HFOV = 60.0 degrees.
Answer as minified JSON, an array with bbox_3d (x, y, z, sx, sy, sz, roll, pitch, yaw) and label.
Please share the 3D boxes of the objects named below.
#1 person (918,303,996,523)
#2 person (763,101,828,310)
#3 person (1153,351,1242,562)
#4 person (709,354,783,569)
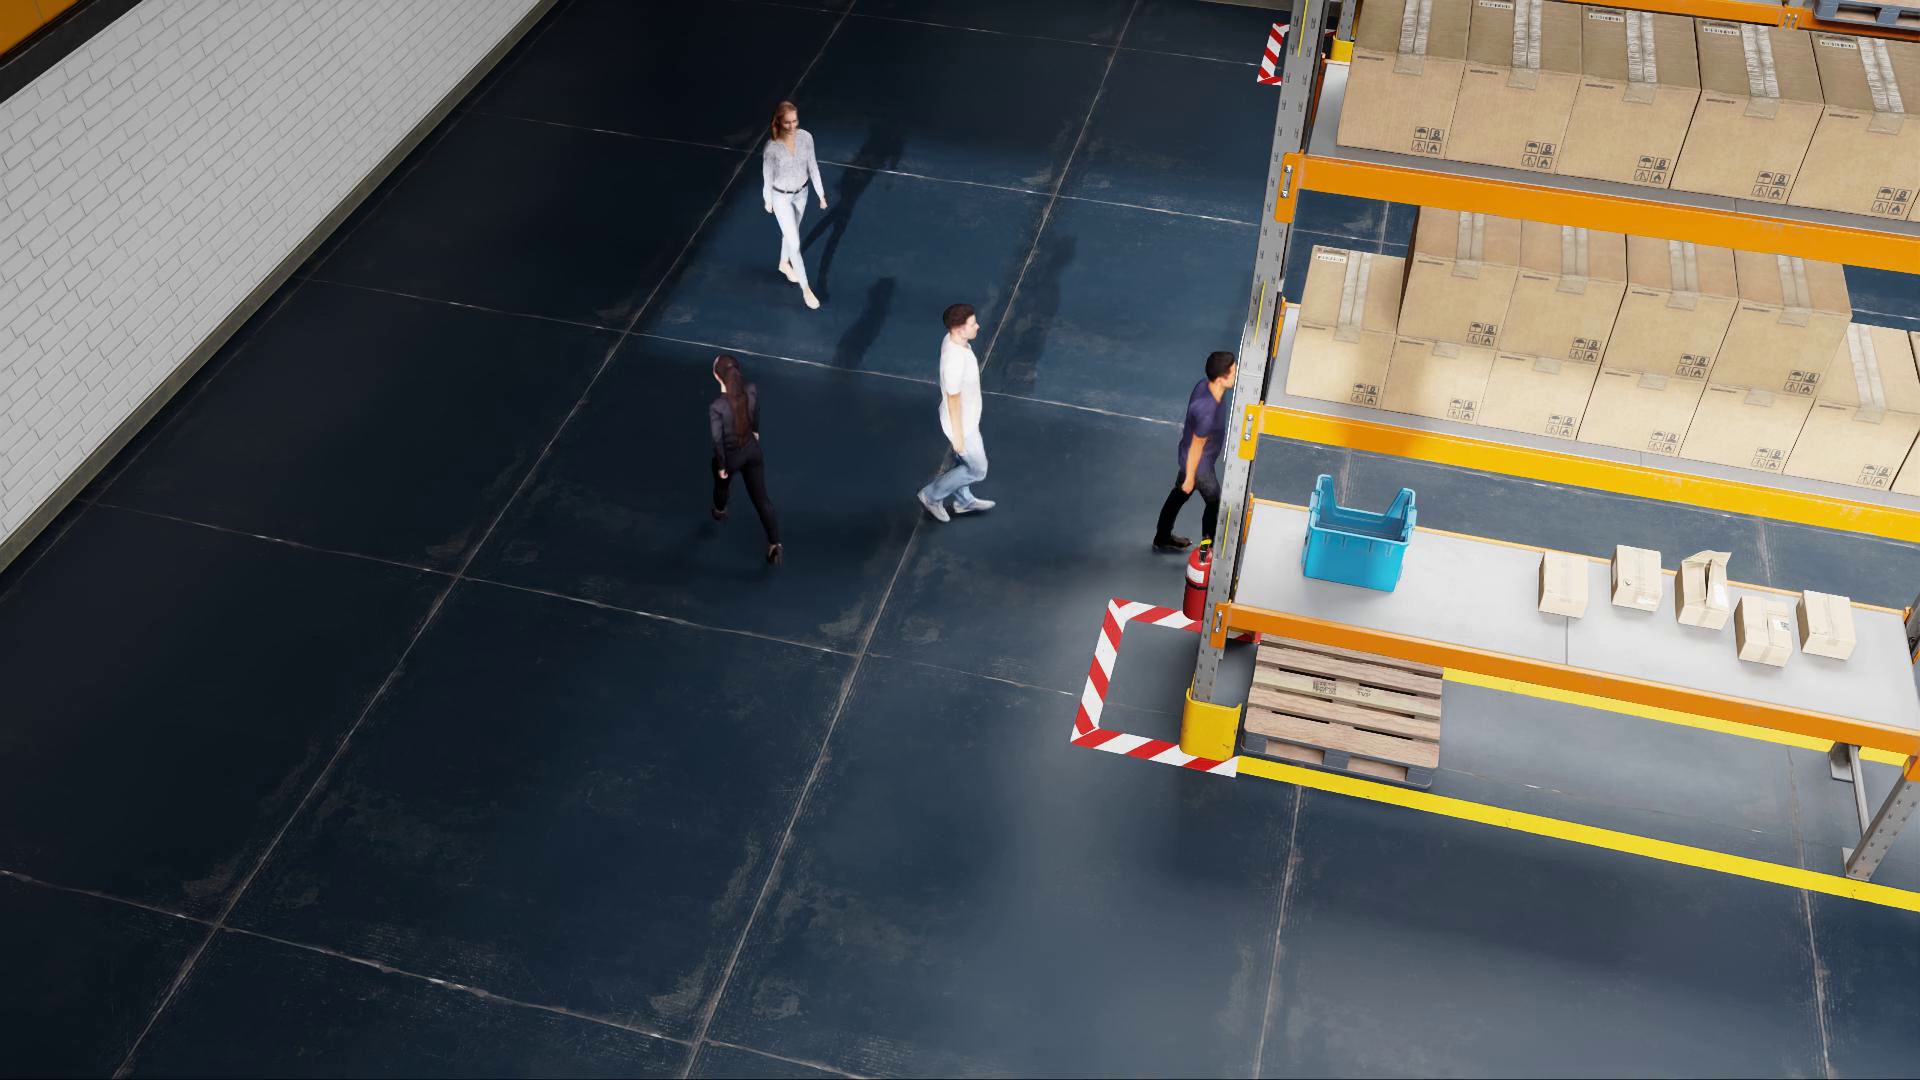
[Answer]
[{"bbox_3d":[-0.073,-0.863,11.653,0.880,1.855,0.790,1,44,1],"label":"person"},{"bbox_3d":[-1.445,-2.876,13.834,1.029,1.762,1.095,-23,48,-23],"label":"person"},{"bbox_3d":[1.547,-0.563,11.404,0.874,1.765,0.707,7,44,7],"label":"person"},{"bbox_3d":[-1.467,-0.523,11.430,0.981,1.670,1.143,-31,52,-28],"label":"person"}]
